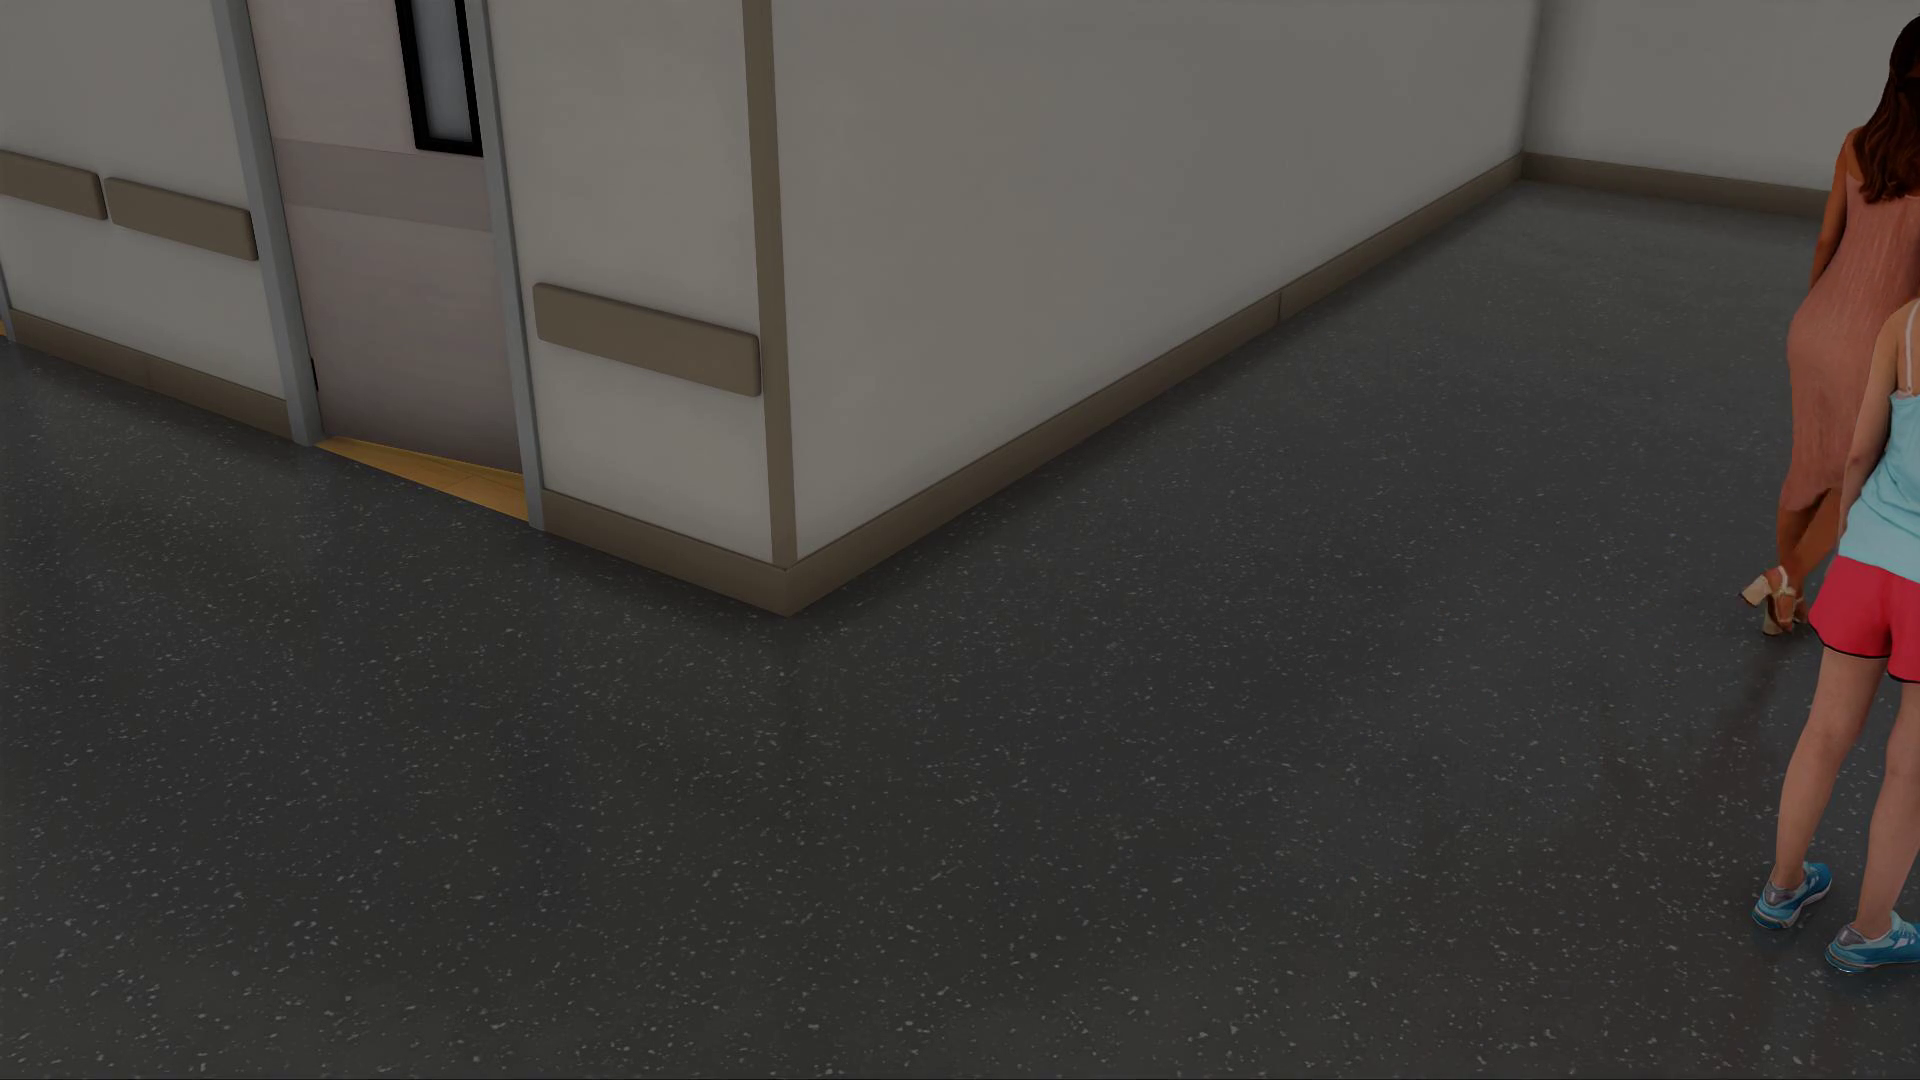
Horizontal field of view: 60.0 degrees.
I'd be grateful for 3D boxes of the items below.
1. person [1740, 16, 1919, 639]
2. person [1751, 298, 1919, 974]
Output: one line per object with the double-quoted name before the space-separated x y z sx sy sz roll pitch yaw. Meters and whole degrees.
"person" 2.433 -0.518 4.641 0.805 1.823 0.726 -13 29 -25
"person" 1.989 0.095 3.437 0.710 1.765 0.687 -14 29 -27
